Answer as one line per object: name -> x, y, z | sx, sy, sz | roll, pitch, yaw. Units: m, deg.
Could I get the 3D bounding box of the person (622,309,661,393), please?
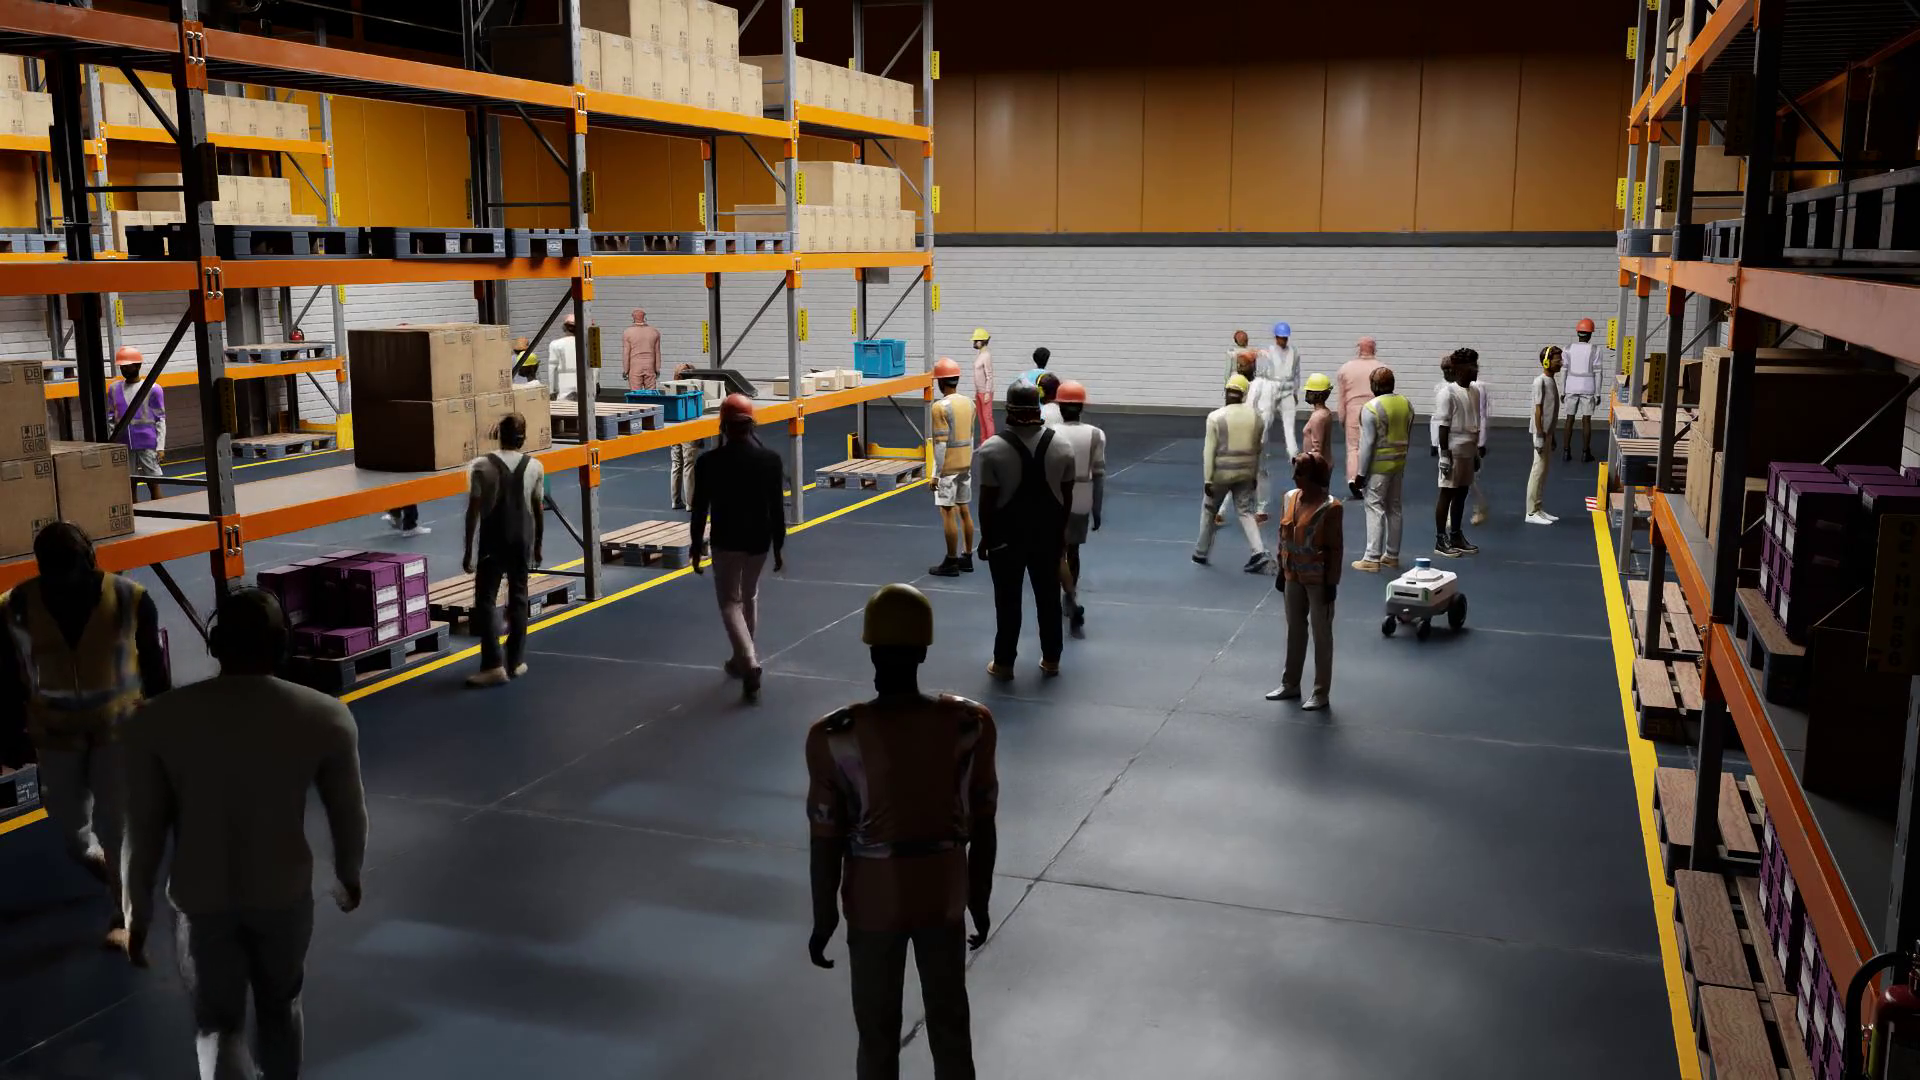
person -> -5.118, -2.744, 26.666 | 0.644, 1.903, 0.399 | -6, 12, -30

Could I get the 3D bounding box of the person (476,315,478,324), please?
person -> -7.092, -2.429, 24.872 | 0.402, 1.911, 0.639 | 5, 11, 24

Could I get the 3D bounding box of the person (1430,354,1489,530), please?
person -> 5.125, -1.002, 17.110 | 0.485, 1.817, 0.663 | -6, 12, -32

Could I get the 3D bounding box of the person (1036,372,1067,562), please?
person -> 0.802, -0.527, 14.407 | 0.543, 1.837, 0.782 | -5, 11, -25

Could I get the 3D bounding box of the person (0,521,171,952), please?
person -> -3.721, 0.778, 7.099 | 0.661, 1.812, 0.750 | -4, 11, -21

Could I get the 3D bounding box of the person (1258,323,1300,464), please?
person -> 4.299, -1.982, 22.411 | 0.641, 1.889, 1.022 | -2, 10, -10

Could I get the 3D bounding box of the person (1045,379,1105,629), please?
person -> 0.849, -0.279, 12.790 | 0.555, 1.909, 0.886 | -2, 10, -11

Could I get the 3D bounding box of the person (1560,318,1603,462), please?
person -> 8.406, -2.024, 22.506 | 0.552, 1.937, 0.356 | 6, 12, 32

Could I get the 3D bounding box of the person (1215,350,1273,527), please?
person -> 2.910, -1.021, 17.157 | 0.581, 1.834, 0.982 | 10, 14, 43

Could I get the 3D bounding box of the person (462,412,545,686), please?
person -> -3.076, 0.063, 11.155 | 0.684, 1.804, 0.478 | -7, 12, -34

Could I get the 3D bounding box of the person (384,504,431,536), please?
person -> -5.563, -0.980, 16.735 | 0.614, 1.900, 0.455 | 8, 13, 36

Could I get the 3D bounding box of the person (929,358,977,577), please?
person -> -0.094, -0.642, 14.735 | 0.374, 1.934, 0.548 | 8, 13, 36

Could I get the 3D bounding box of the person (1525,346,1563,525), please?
person -> 6.175, -1.104, 17.519 | 0.329, 1.872, 0.507 | 6, 12, 32

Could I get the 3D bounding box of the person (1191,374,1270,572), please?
person -> 2.470, -0.594, 14.960 | 0.603, 1.778, 0.799 | -3, 10, -16

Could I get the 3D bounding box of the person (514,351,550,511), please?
person -> -4.728, -1.205, 18.379 | 0.317, 1.767, 0.532 | -3, 11, -18

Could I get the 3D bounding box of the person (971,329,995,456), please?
person -> 0.307, -2.054, 23.159 | 0.331, 1.768, 0.527 | -3, 10, -16

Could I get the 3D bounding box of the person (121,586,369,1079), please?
person -> -2.164, 1.092, 5.094 | 0.695, 1.892, 0.942 | -5, 11, -24

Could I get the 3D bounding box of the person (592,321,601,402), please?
person -> -5.355, -2.262, 23.717 | 0.611, 1.985, 0.393 | 6, 12, 32

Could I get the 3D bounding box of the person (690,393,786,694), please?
person -> -1.441, 0.015, 10.962 | 0.624, 1.964, 0.913 | -5, 11, -24

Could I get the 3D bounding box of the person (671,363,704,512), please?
person -> -3.029, -1.127, 18.327 | 0.511, 1.633, 0.313 | 9, 13, 41

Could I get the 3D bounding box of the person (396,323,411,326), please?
person -> -7.689, -2.119, 23.316 | 0.390, 1.840, 0.565 | -7, 13, -36

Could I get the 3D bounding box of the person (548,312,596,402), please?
person -> -5.198, -2.045, 22.400 | 0.632, 2.019, 0.634 | -6, 11, -29

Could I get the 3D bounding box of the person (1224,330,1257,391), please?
person -> 4.231, -2.333, 25.123 | 0.521, 1.638, 0.349 | -2, 10, -13

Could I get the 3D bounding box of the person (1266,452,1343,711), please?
person -> 2.205, 0.253, 10.533 | 0.314, 1.637, 0.514 | -6, 12, -32

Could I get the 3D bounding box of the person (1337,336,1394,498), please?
person -> 4.702, -1.422, 19.312 | 0.650, 1.877, 0.824 | 2, 10, 11

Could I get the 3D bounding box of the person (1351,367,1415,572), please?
person -> 3.779, -0.633, 14.959 | 0.619, 1.840, 0.430 | -7, 12, -35

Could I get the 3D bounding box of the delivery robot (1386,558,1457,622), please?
delivery robot -> 3.495, 0.383, 12.583 | 0.477, 0.478, 0.707 | 7, 12, 33

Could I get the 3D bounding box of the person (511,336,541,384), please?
person -> -6.234, -2.098, 23.784 | 0.504, 1.634, 0.295 | 2, 10, 9

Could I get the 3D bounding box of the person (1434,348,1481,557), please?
person -> 4.719, -0.832, 15.712 | 0.609, 1.966, 0.364 | -9, 14, -42

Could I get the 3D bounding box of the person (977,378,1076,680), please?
person -> 0.414, -0.079, 11.263 | 0.675, 2.000, 0.537 | -3, 10, -16

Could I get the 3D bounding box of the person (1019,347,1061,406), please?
person -> 1.000, -1.535, 20.483 | 0.560, 1.670, 0.672 | 2, 10, 10

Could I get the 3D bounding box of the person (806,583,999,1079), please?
person -> -0.176, 1.084, 5.034 | 0.585, 1.928, 0.379 | -3, 10, -15

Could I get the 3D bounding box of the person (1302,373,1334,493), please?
person -> 3.241, -0.632, 15.153 | 0.314, 1.769, 0.524 | 4, 11, 20

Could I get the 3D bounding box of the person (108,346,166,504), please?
person -> -8.134, -0.946, 16.437 | 0.543, 1.939, 0.360 | 0, 10, -1
